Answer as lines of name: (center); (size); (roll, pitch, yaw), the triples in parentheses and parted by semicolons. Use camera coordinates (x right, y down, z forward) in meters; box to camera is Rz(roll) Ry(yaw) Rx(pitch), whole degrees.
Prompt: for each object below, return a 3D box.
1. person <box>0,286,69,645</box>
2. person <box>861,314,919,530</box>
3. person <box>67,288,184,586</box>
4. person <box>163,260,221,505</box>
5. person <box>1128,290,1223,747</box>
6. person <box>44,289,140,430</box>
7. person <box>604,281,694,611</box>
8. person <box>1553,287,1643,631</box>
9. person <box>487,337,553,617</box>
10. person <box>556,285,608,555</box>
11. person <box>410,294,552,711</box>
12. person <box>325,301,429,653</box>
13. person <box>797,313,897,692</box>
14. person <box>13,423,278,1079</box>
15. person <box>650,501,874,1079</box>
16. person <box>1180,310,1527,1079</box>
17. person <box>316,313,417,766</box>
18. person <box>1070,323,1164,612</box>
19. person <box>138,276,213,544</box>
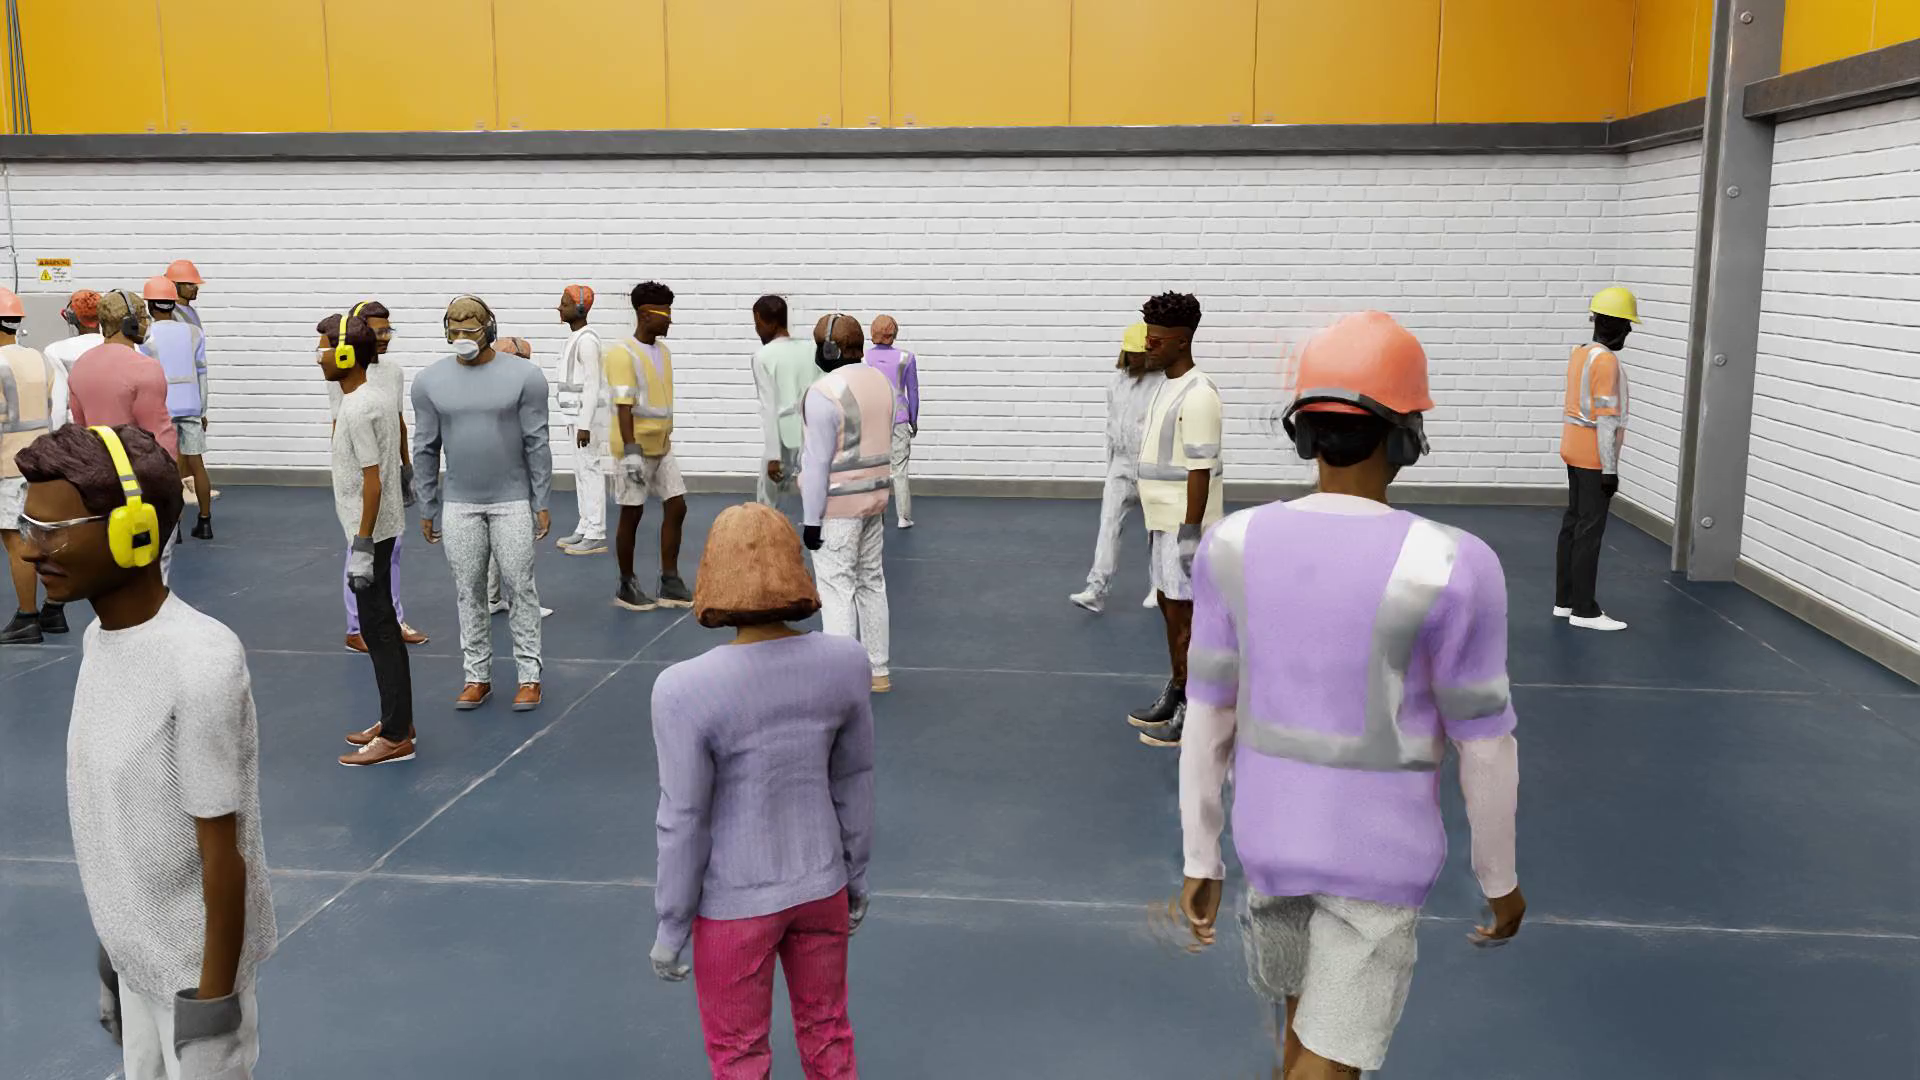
person: (-5.130, -0.402, 9.009); (0.360, 1.938, 0.546); (1, 10, 6)
person: (-0.565, -0.887, 12.637); (0.513, 1.641, 0.307); (0, 10, 1)
person: (-4.065, -0.259, 8.188); (0.629, 1.940, 0.373); (5, 11, 26)
person: (-6.465, -1.320, 13.961); (0.392, 2.041, 0.615); (-1, 10, -5)
person: (0.938, -0.090, 7.176); (0.374, 1.958, 0.606); (-1, 10, -6)
person: (-5.371, -0.614, 10.379); (0.354, 1.883, 0.576); (9, 14, 43)
person: (-1.823, -0.536, 9.764); (0.558, 1.941, 0.702); (5, 11, 25)
person: (3.593, -0.458, 9.385); (0.381, 1.919, 0.584); (1, 10, 3)
person: (-2.597, -0.352, 9.613); (0.513, 1.630, 0.318); (6, 12, 32)
person: (-2.666, -0.843, 11.688); (0.355, 1.885, 0.575); (-4, 11, -22)
person: (-2.200, -0.163, 7.691); (0.632, 1.928, 0.392); (-1, 10, -3)
person: (-3.103, -0.331, 8.829); (0.327, 1.862, 0.511); (5, 11, 28)
person: (-0.546, -0.144, 7.835); (0.429, 1.835, 0.626); (6, 11, 29)
person: (-1.306, 0.736, 2.742); (0.505, 1.857, 0.331); (9, 14, 43)
person: (-0.393, 0.737, 3.368); (0.509, 1.629, 0.273); (-8, 13, -38)
person: (0.772, 0.574, 3.210); (0.608, 2.000, 1.017); (9, 13, 41)
person: (-2.464, 0.001, 6.899); (0.309, 1.868, 0.535); (-2, 10, -13)
person: (1.001, -0.403, 9.688); (0.494, 1.694, 0.881); (7, 12, 34)
person: (-5.738, -0.936, 12.084); (0.384, 1.931, 0.545); (8, 13, 40)
